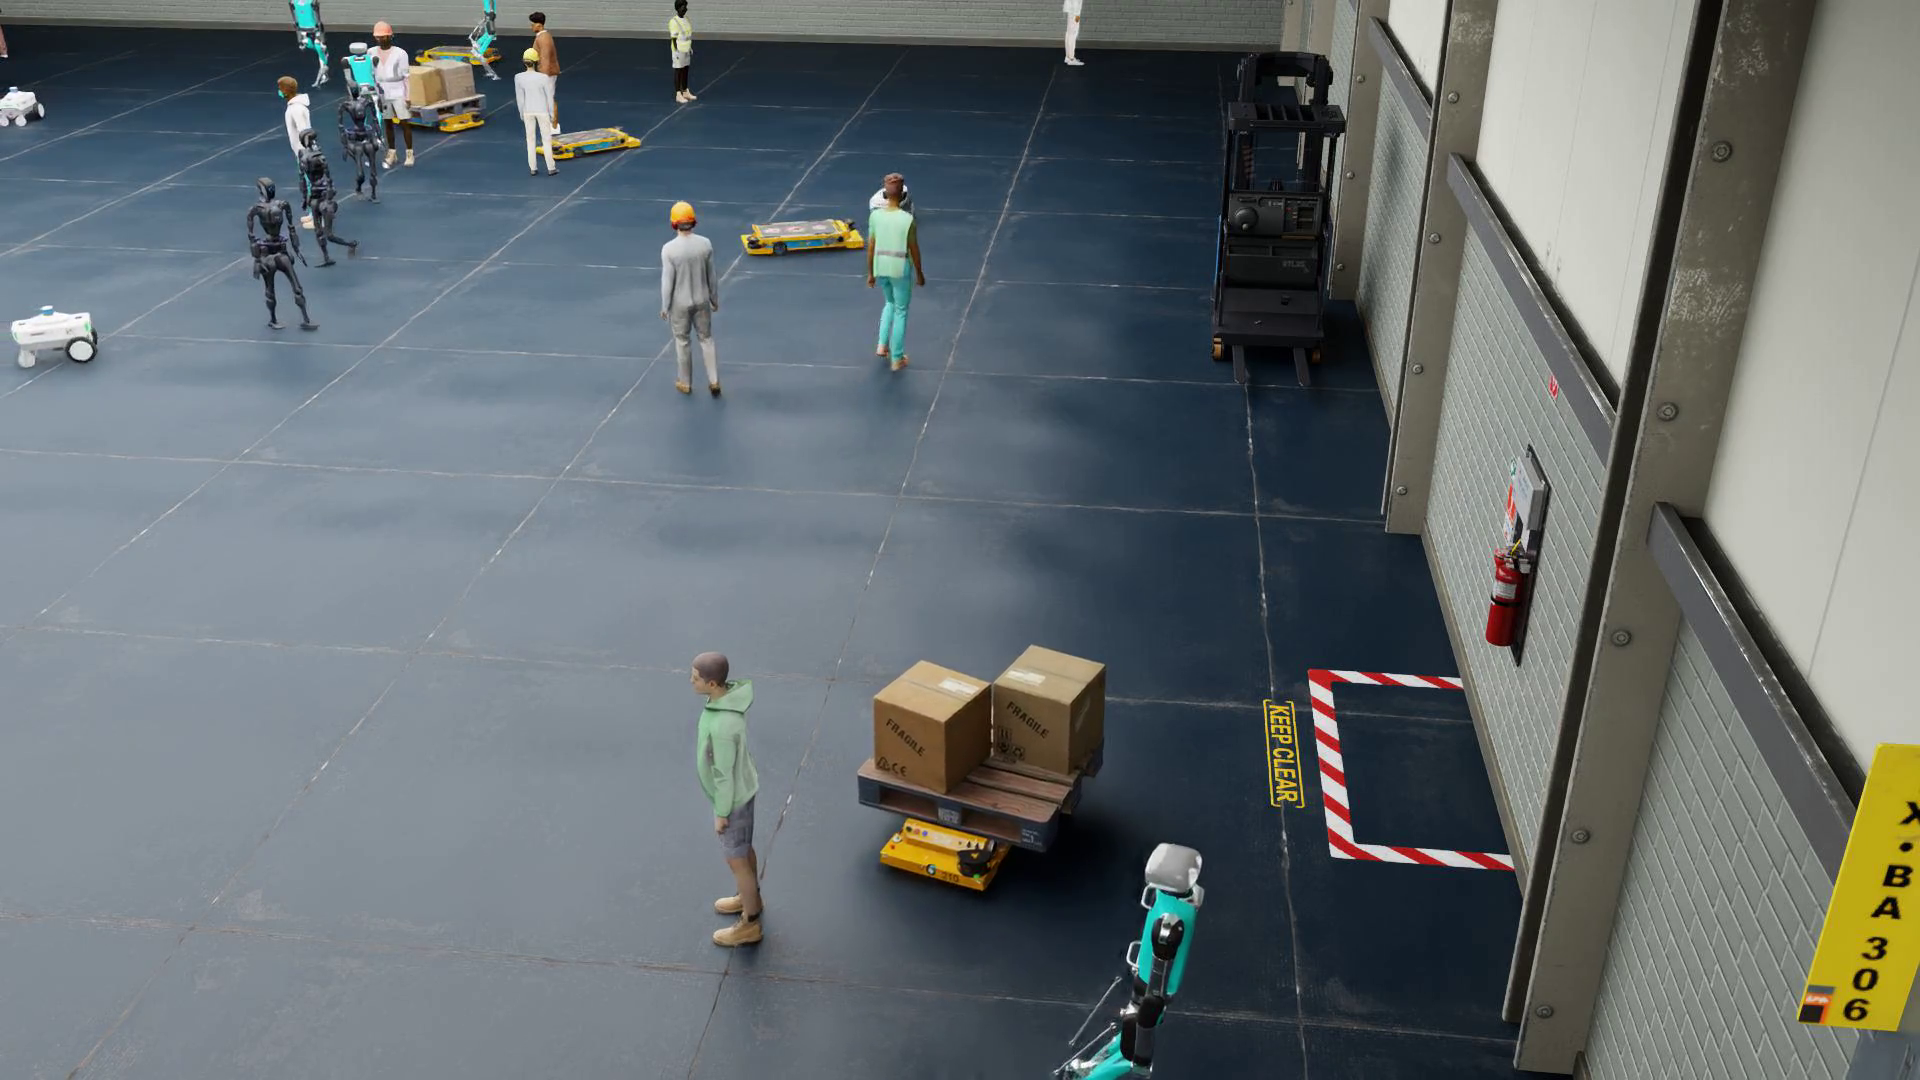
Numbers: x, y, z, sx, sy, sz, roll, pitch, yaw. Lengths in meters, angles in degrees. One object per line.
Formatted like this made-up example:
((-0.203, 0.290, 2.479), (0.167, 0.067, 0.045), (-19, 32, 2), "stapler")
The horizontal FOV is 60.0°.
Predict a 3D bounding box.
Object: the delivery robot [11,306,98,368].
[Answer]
((-9.232, -2.088, 17.008), (0.803, 0.614, 0.499), (-11, 29, -21), "delivery robot")

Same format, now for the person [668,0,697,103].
((-4.675, -8.243, 28.003), (0.321, 1.692, 0.530), (10, 28, 19), "person")

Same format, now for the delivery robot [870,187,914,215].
((-0.909, -4.342, 21.477), (0.499, 0.586, 0.773), (6, 27, 12), "delivery robot")

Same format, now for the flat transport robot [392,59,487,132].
((-8.382, -6.750, 26.615), (1.431, 0.231, 0.659), (16, 31, 28), "flat transport robot")

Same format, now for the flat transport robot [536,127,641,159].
((-5.612, -5.987, 25.090), (1.431, 0.231, 0.659), (-20, 33, -34), "flat transport robot")

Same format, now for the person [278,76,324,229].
((-8.355, -4.929, 21.147), (0.361, 1.912, 0.492), (-10, 28, -19), "person")

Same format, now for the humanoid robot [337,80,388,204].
((-7.955, -5.303, 22.155), (0.612, 1.650, 0.335), (-21, 33, -36), "humanoid robot")

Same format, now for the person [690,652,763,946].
((-1.217, 1.357, 8.800), (0.317, 1.736, 0.478), (-3, 27, -7), "person")

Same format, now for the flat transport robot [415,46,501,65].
((-9.473, -9.146, 31.397), (1.431, 0.231, 0.659), (6, 27, 12), "flat transport robot")

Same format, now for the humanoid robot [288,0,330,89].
((-11.162, -8.684, 28.836), (0.538, 1.723, 1.013), (4, 27, 7), "humanoid robot")

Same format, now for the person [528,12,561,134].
((-6.419, -7.271, 25.894), (0.402, 1.846, 0.801), (-7, 27, -13), "person")

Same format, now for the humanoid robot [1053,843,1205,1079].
((0.637, 2.129, 7.372), (0.786, 1.888, 0.543), (7, 27, 13), "humanoid robot")

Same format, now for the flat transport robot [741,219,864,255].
((-1.961, -3.759, 20.643), (1.431, 0.231, 0.659), (-6, 27, -13), "flat transport robot")

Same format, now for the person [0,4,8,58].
((-18.411, -10.024, 31.324), (0.411, 1.904, 0.654), (18, 32, 31), "person")

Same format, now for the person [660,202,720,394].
((-2.588, -2.301, 15.932), (0.582, 1.900, 0.370), (-15, 30, -28), "person")

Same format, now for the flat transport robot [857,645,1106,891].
((0.120, 1.561, 10.022), (0.659, 0.231, 1.431), (11, 29, 21), "flat transport robot")

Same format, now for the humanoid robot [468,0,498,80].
((-8.542, -9.092, 29.678), (0.671, 1.823, 0.537), (-10, 28, -19), "humanoid robot")

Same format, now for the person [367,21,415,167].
((-8.195, -6.417, 23.967), (0.607, 2.048, 0.365), (2, 27, 4), "person")

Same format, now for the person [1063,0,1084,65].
((2.110, -9.811, 30.932), (0.395, 1.875, 0.509), (-3, 27, -7), "person")

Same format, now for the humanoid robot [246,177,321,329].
((-7.214, -3.018, 17.604), (0.642, 1.636, 0.600), (17, 31, 30), "humanoid robot")

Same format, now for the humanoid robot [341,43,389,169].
((-8.469, -6.149, 23.744), (0.536, 1.770, 0.684), (-6, 27, -11), "humanoid robot")

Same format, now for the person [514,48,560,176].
((-5.990, -6.050, 23.544), (0.530, 1.768, 0.309), (1, 27, 3), "person")

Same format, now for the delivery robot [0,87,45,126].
((-15.157, -6.981, 26.754), (0.523, 0.594, 0.766), (-3, 27, -5), "delivery robot")

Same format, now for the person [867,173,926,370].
((-0.651, -2.668, 16.577), (0.500, 1.960, 0.486), (14, 30, 26), "person")

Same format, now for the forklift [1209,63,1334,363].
((3.241, -3.477, 17.183), (1.129, 2.768, 1.873), (3, 27, 6), "forklift")

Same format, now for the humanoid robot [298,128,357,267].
((-7.513, -4.070, 19.685), (0.599, 1.642, 0.506), (17, 31, 31), "humanoid robot")
